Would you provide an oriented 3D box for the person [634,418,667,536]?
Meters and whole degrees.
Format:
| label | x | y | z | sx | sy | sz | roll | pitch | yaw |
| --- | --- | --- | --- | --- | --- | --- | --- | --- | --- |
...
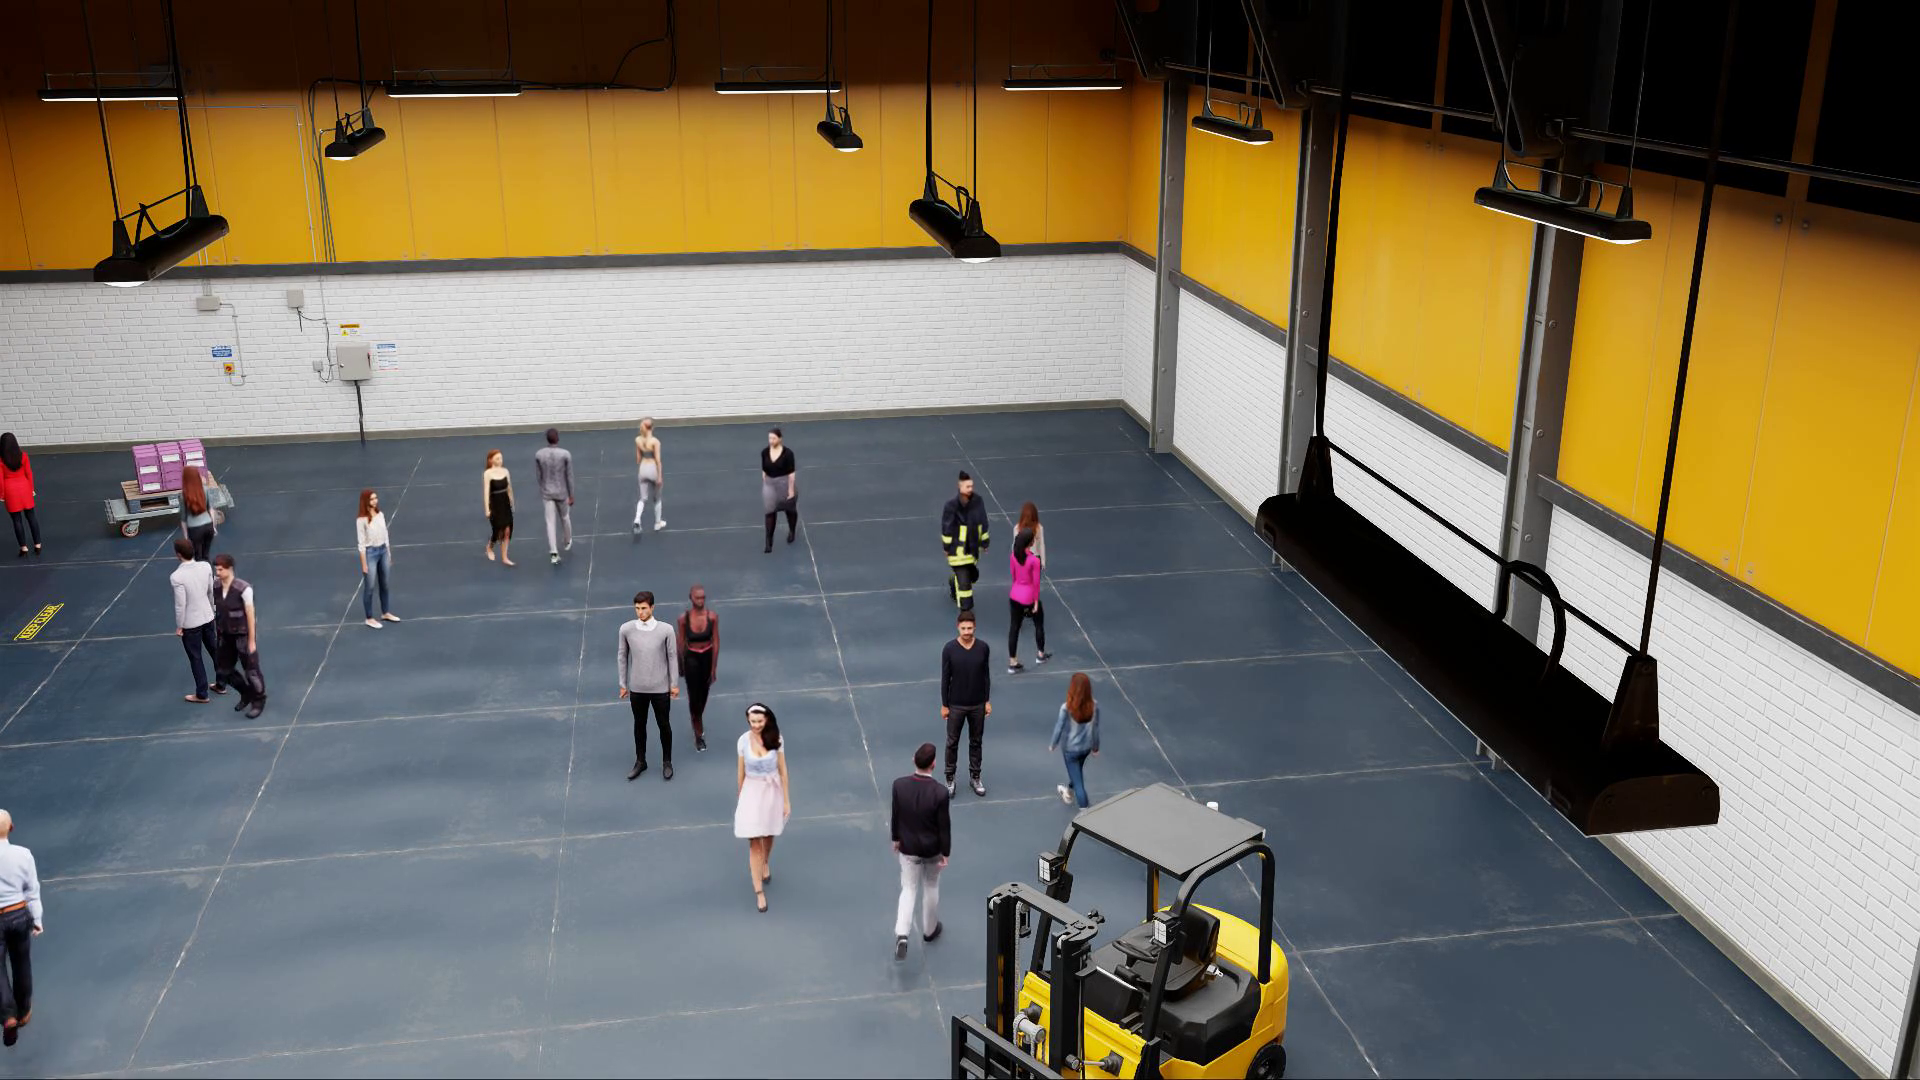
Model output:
| label | x | y | z | sx | sy | sz | roll | pitch | yaw |
| --- | --- | --- | --- | --- | --- | --- | --- | --- | --- |
| person | -4.450 | -0.885 | 23.562 | 0.844 | 1.686 | 1.068 | 6 | 19 | 16 |

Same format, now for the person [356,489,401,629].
| label | x | y | z | sx | sy | sz | roll | pitch | yaw |
| --- | --- | --- | --- | --- | --- | --- | --- | --- | --- |
| person | -7.136 | 0.207 | 20.257 | 0.707 | 1.726 | 0.639 | 12 | 22 | 31 |

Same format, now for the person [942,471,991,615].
| label | x | y | z | sx | sy | sz | roll | pitch | yaw |
| --- | --- | --- | --- | --- | --- | --- | --- | --- | --- |
| person | 0.023 | 0.016 | 20.646 | 0.969 | 1.840 | 1.151 | -11 | 21 | -29 |

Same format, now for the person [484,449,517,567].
| label | x | y | z | sx | sy | sz | roll | pitch | yaw |
| --- | --- | --- | --- | --- | --- | --- | --- | --- | --- |
| person | -6.258 | -0.449 | 22.382 | 0.850 | 1.613 | 0.780 | 16 | 24 | 39 |

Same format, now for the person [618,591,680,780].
| label | x | y | z | sx | sy | sz | roll | pitch | yaw |
| --- | --- | --- | --- | --- | --- | --- | --- | --- | --- |
| person | -3.051 | 1.410 | 16.379 | 0.799 | 1.922 | 0.698 | 1 | 19 | 2 |

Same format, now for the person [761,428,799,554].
| label | x | y | z | sx | sy | sz | roll | pitch | yaw |
| --- | --- | --- | --- | --- | --- | --- | --- | --- | --- |
| person | -2.446 | -0.704 | 22.982 | 0.953 | 1.713 | 1.188 | 5 | 19 | 14 |

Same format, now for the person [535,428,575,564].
| label | x | y | z | sx | sy | sz | roll | pitch | yaw |
| --- | --- | --- | --- | --- | --- | --- | --- | --- | --- |
| person | -5.488 | -0.564 | 22.430 | 0.691 | 1.800 | 1.159 | -2 | 19 | -7 |

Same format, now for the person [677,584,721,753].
| label | x | y | z | sx | sy | sz | roll | pitch | yaw |
| --- | --- | --- | --- | --- | --- | --- | --- | --- | --- |
| person | -2.696 | 1.245 | 17.179 | 0.703 | 1.724 | 1.110 | -6 | 20 | -17 |

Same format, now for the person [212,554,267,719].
| label | x | y | z | sx | sy | sz | roll | pitch | yaw |
| --- | --- | --- | --- | --- | --- | --- | --- | --- | --- |
| person | -7.668 | 0.982 | 17.778 | 0.770 | 1.839 | 0.768 | 3 | 19 | 10 |

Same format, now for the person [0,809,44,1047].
| label | x | y | z | sx | sy | sz | roll | pitch | yaw |
| --- | --- | --- | --- | --- | --- | --- | --- | --- | --- |
| person | -7.032 | 2.876 | 12.265 | 0.930 | 1.769 | 1.133 | -16 | 24 | -39 |

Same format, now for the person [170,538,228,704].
| label | x | y | z | sx | sy | sz | roll | pitch | yaw |
| --- | --- | --- | --- | --- | --- | --- | --- | --- | --- |
| person | -8.318 | 0.859 | 18.128 | 0.828 | 1.848 | 0.724 | 8 | 20 | 23 |

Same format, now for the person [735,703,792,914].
| label | x | y | z | sx | sy | sz | roll | pitch | yaw |
| --- | --- | --- | --- | --- | --- | --- | --- | --- | --- |
| person | -1.687 | 2.204 | 14.251 | 0.681 | 1.775 | 1.132 | -4 | 19 | -12 |

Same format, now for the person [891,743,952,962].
| label | x | y | z | sx | sy | sz | roll | pitch | yaw |
| --- | --- | --- | --- | --- | --- | --- | --- | --- | --- |
| person | -0.347 | 2.507 | 13.277 | 0.924 | 1.821 | 1.125 | 5 | 19 | 14 |

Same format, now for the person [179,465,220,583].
| label | x | y | z | sx | sy | sz | roll | pitch | yaw |
| --- | --- | --- | --- | --- | --- | --- | --- | --- | --- |
| person | -9.624 | -0.085 | 21.123 | 1.057 | 1.727 | 0.932 | 17 | 25 | 40 |

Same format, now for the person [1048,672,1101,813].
| label | x | y | z | sx | sy | sz | roll | pitch | yaw |
| --- | --- | --- | --- | --- | --- | --- | --- | --- | --- |
| person | 1.116 | 1.977 | 15.452 | 0.768 | 1.439 | 1.059 | -9 | 21 | -25 |

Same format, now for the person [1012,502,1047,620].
| label | x | y | z | sx | sy | sz | roll | pitch | yaw |
| --- | --- | --- | --- | --- | --- | --- | --- | --- | --- |
| person | 0.840 | 0.293 | 20.416 | 0.643 | 1.462 | 0.830 | -1 | 19 | -4 |

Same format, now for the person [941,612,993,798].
| label | x | y | z | sx | sy | sz | roll | pitch | yaw |
| --- | --- | --- | --- | --- | --- | --- | --- | --- | --- |
| person | 0.058 | 1.562 | 16.009 | 0.635 | 1.868 | 0.515 | -3 | 19 | -10 |

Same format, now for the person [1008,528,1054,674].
| label | x | y | z | sx | sy | sz | roll | pitch | yaw |
| --- | --- | --- | --- | --- | --- | --- | --- | --- | --- |
| person | 0.674 | 0.706 | 18.847 | 0.896 | 1.679 | 0.963 | 12 | 22 | 31 |

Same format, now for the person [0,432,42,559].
| label | x | y | z | sx | sy | sz | roll | pitch | yaw |
| --- | --- | --- | --- | --- | --- | --- | --- | --- | --- |
| person | -12.853 | -0.623 | 22.686 | 0.790 | 1.748 | 0.740 | 15 | 24 | 38 |
